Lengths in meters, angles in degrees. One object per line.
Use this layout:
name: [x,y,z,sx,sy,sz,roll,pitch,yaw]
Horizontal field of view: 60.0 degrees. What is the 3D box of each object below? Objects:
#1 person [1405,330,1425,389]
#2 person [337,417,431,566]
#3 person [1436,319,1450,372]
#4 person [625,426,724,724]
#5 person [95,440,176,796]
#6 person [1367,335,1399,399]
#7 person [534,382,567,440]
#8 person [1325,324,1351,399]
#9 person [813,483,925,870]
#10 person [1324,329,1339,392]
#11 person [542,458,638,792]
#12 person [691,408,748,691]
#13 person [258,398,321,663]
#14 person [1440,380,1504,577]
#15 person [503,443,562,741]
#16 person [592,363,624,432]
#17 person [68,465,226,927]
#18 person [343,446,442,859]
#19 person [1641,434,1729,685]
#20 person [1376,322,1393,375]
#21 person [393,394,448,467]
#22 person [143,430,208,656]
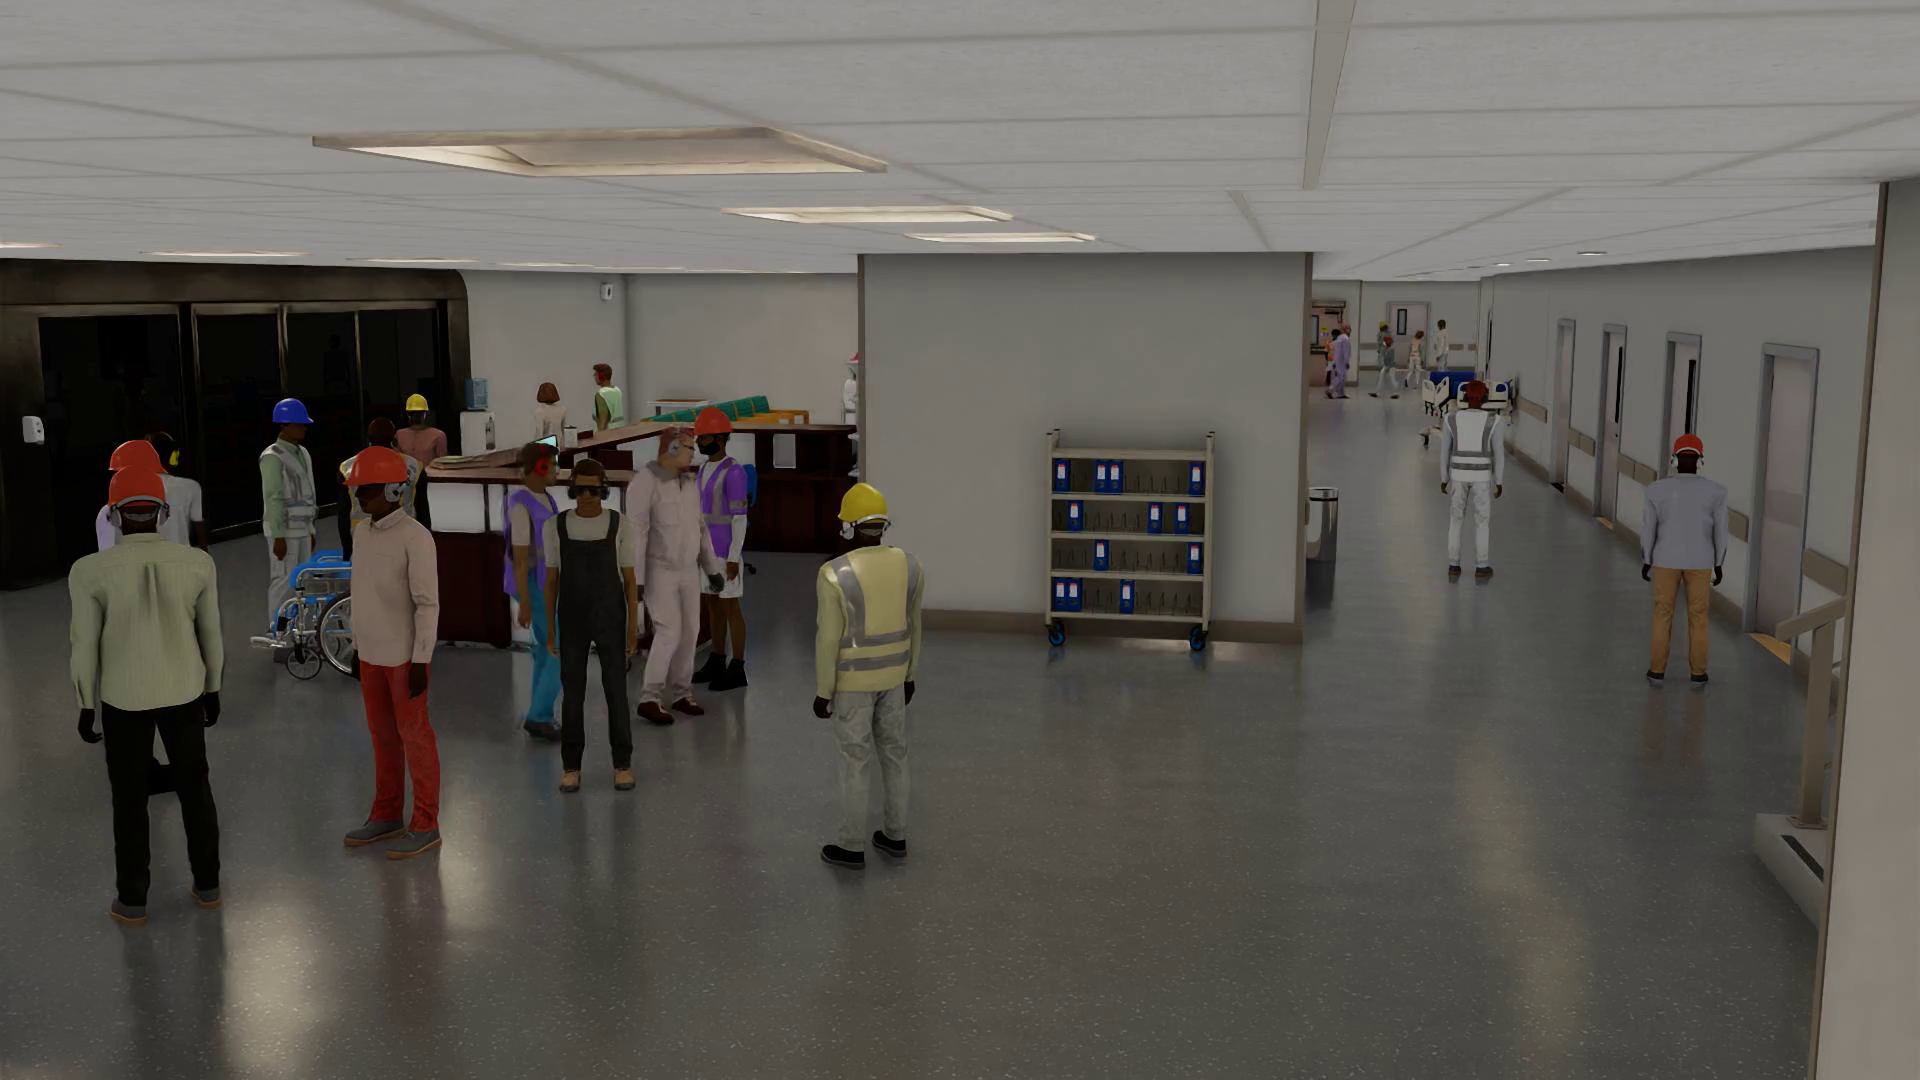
person: [12.516,-4.959,45.762,0.532,1.618,0.536,-8,11,-41]
person: [-4.114,0.040,11.919,0.627,1.835,0.429,-3,9,-19]
person: [13.097,-5.028,45.203,0.371,1.934,0.627,5,10,32]
person: [-1.821,0.216,10.625,0.511,1.875,0.689,5,10,32]
person: [-4.465,0.419,9.086,0.549,1.928,0.389,8,12,43]
person: [10.647,-4.309,41.544,0.835,1.584,0.511,-3,9,-17]
person: [-4.895,-1.064,19.881,0.280,1.636,0.502,5,10,29]
person: [9.476,-4.464,41.684,0.666,1.874,0.664,-1,9,-4]
person: [-0.450,0.643,7.904,0.590,1.833,0.404,-7,11,-39]
person: [9.965,-4.771,44.298,0.535,1.693,0.317,-1,9,-5]
person: [-2.006,0.465,9.072,0.504,1.837,0.345,-1,9,-7]
person: [-1.671,0.061,11.414,0.358,1.938,0.548,-7,11,-37]
person: [-4.915,-0.071,12.259,0.406,1.947,0.607,0,9,1]
person: [4.888,-0.586,15.882,0.587,1.883,0.341,5,10,29]
person: [-2.493,0.323,10.066,0.513,1.817,0.594,0,9,0]
person: [-4.289,-1.235,20.328,0.374,1.841,0.575,1,9,10]
person: [-3.541,0.664,7.275,0.622,1.987,0.421,-7,11,-41]
person: [-2.763,0.537,8.070,0.609,1.995,0.376,6,11,36]
person: [5.032,0.132,11.574,0.559,1.745,0.333,3,9,21]
person: [13.607,-6.138,53.344,0.557,1.704,0.380,-1,9,-5]
person: [-5.063,-0.486,15.606,0.527,1.772,0.306,0,9,-2]
person: [-5.113,0.220,10.708,0.537,1.846,0.660,-5,10,-29]
